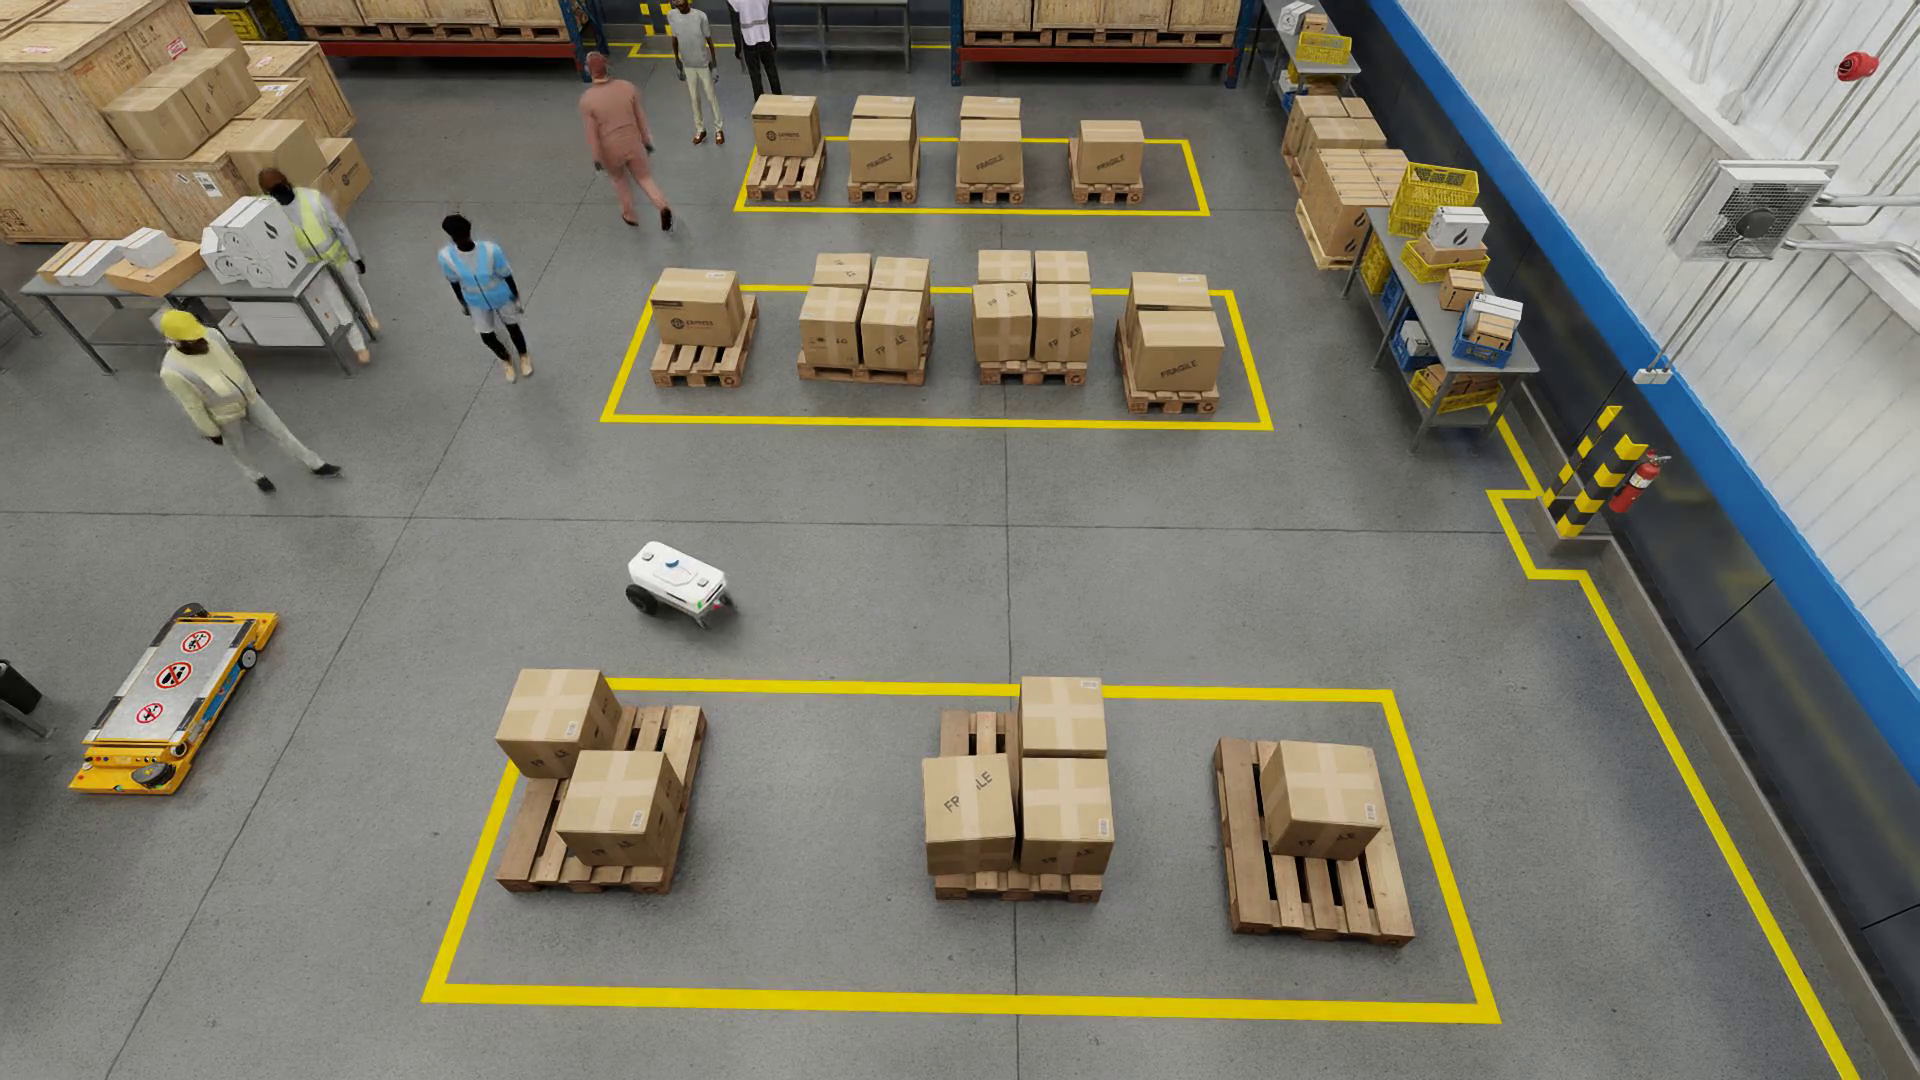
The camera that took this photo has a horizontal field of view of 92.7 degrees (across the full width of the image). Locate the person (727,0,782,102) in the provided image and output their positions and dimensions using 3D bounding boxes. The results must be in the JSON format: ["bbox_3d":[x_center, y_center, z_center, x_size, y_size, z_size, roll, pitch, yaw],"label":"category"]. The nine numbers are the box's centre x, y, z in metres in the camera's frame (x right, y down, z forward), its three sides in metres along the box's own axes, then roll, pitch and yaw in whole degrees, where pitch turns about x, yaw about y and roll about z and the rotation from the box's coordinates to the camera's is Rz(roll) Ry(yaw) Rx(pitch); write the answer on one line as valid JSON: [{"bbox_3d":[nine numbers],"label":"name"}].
[{"bbox_3d":[-2.590,-6.329,11.647,0.587,1.899,0.393,-25,54,-20],"label":"person"}]

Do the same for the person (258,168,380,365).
[{"bbox_3d":[-5.925,-2.589,8.538,0.629,1.807,0.838,-28,55,-22],"label":"person"}]

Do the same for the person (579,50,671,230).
[{"bbox_3d":[-3.620,-4.229,9.886,0.682,1.876,0.739,-32,57,-24],"label":"person"}]

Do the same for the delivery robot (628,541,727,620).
[{"bbox_3d":[-2.108,0.286,6.863,0.707,0.478,0.477,22,53,18],"label":"delivery robot"}]

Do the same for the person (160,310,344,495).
[{"bbox_3d":[-5.745,-1.057,7.269,0.770,1.783,0.616,10,51,9],"label":"person"}]

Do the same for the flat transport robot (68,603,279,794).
[{"bbox_3d":[-5.504,1.072,6.442,0.652,0.197,1.431,1,50,1],"label":"flat transport robot"}]

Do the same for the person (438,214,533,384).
[{"bbox_3d":[-4.210,-2.126,8.224,0.554,1.678,0.472,-15,51,-12],"label":"person"}]

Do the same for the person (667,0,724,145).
[{"bbox_3d":[-3.226,-5.792,11.213,0.536,1.864,0.312,3,50,3],"label":"person"}]
